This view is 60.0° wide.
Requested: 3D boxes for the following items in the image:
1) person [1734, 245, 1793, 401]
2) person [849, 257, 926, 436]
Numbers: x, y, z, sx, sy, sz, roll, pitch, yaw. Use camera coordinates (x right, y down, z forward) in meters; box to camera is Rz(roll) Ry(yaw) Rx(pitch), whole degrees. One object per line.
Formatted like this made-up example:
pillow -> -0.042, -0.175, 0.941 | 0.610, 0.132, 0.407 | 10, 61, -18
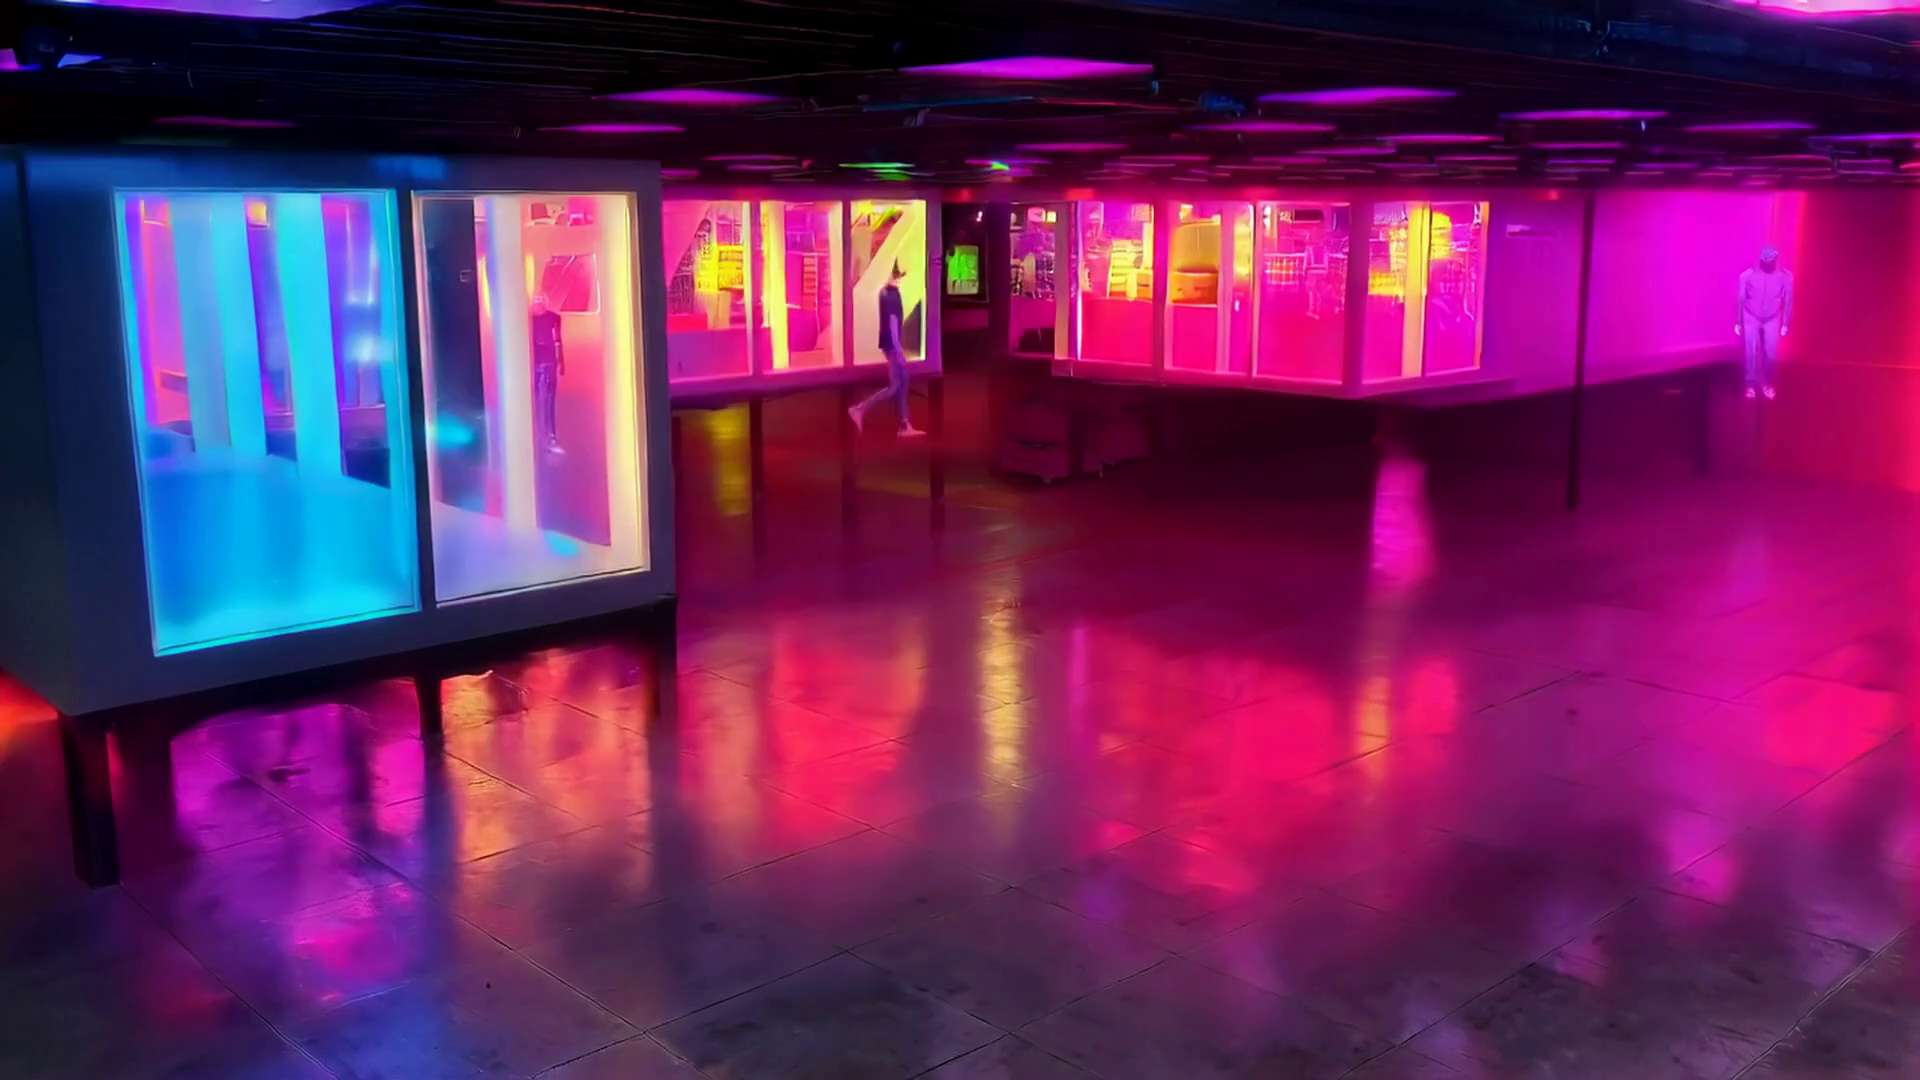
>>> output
person -> 9.765, -2.641, 20.256 | 0.635, 1.881, 0.614 | 5, 12, 22
person -> -0.740, -1.945, 16.896 | 0.703, 1.848, 0.513 | 0, 11, 1
